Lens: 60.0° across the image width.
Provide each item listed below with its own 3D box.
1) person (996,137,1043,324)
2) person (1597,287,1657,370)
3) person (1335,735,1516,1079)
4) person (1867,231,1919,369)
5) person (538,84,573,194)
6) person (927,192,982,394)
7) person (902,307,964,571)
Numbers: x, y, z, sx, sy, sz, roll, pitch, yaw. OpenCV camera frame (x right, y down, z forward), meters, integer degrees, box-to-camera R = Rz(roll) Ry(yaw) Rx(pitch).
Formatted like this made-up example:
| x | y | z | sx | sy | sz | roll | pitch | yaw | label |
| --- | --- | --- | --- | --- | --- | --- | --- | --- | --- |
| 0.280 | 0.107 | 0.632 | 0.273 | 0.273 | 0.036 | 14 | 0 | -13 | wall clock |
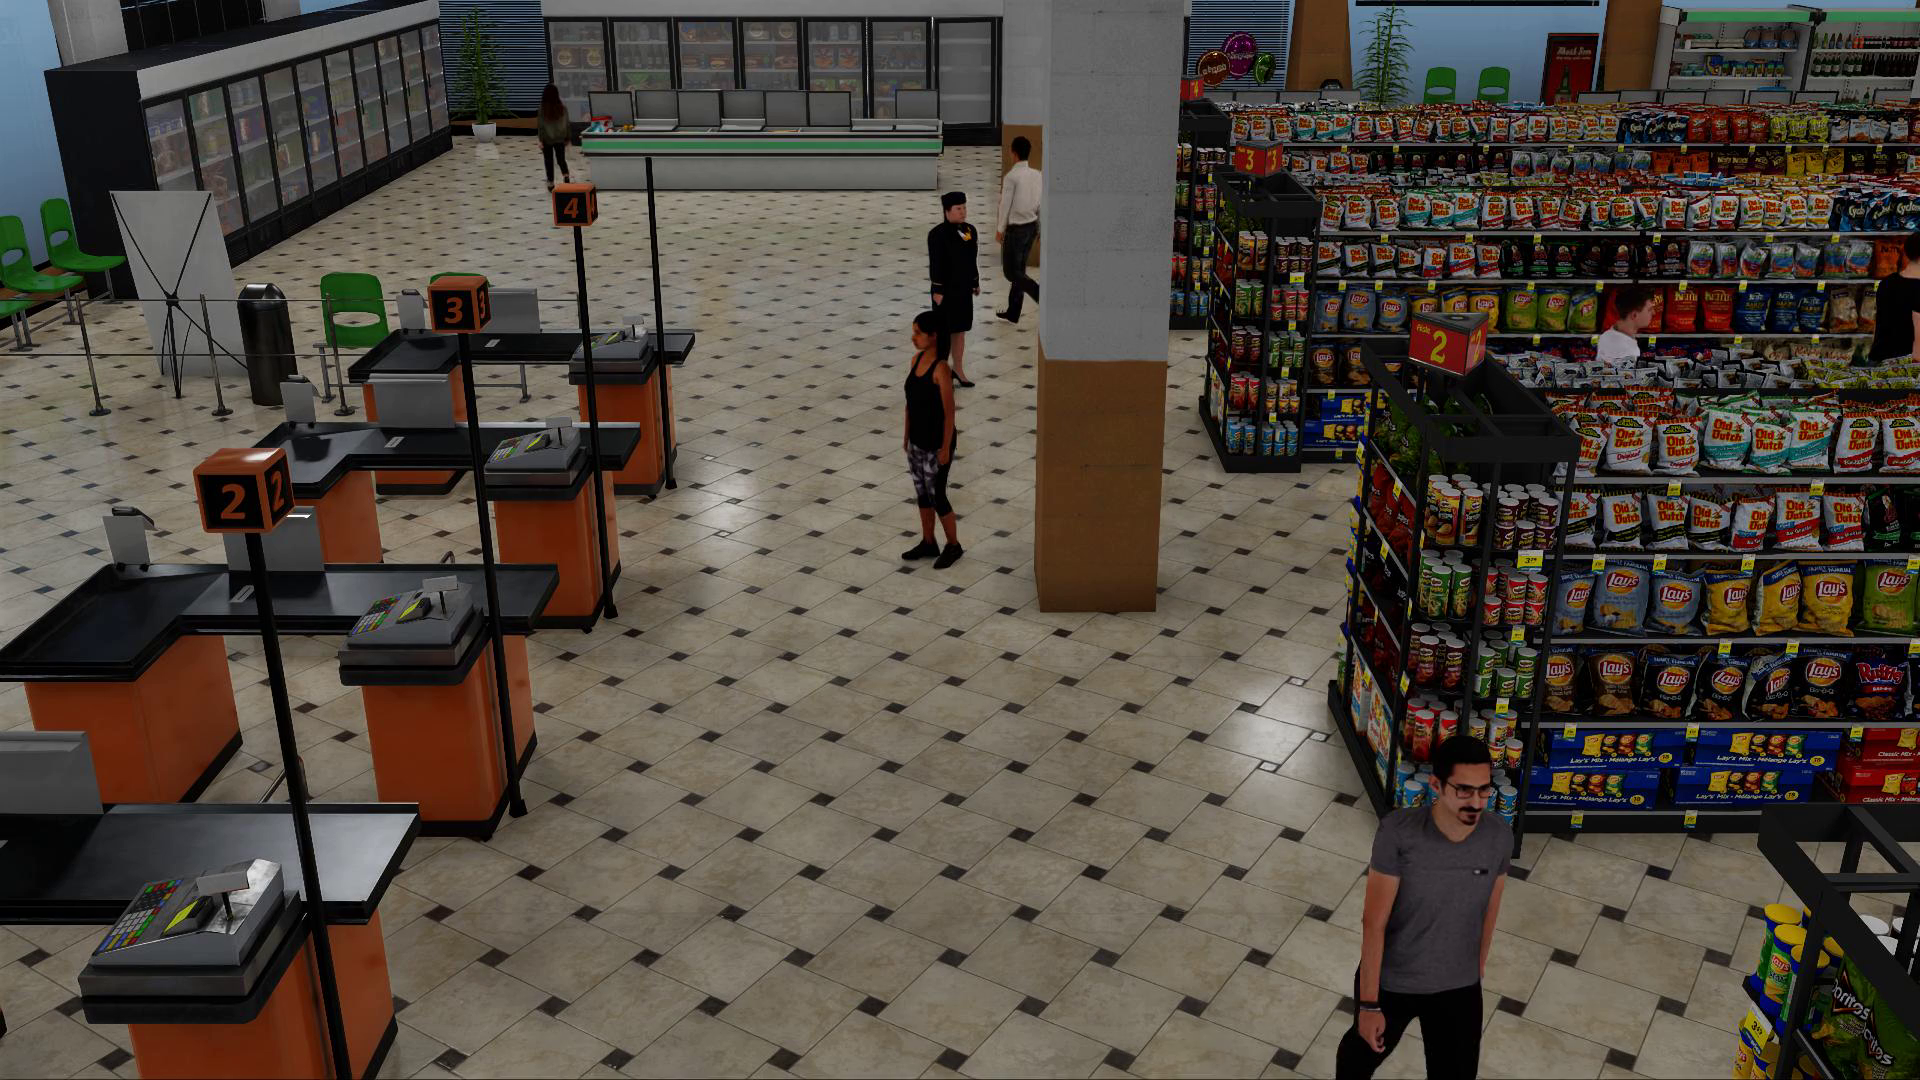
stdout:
| x | y | z | sx | sy | sz | roll | pitch | yaw | label |
| --- | --- | --- | --- | --- | --- | --- | --- | --- | --- |
| 0.646 | -2.898 | 15.858 | 1.106 | 1.785 | 1.034 | 20 | 29 | 40 | person |
| 3.868 | -0.643 | 10.190 | 0.986 | 1.826 | 0.815 | 5 | 22 | 12 | person |
| 1.438 | 1.371 | 5.338 | 1.087 | 1.708 | 0.701 | -1 | 22 | -1 | person |
| 6.358 | -1.181 | 11.461 | 1.054 | 1.878 | 0.751 | -3 | 22 | -8 | person |
| -5.471 | -5.399 | 22.521 | 0.934 | 1.458 | 0.882 | -11 | 24 | -25 | person |
| -0.054 | -2.088 | 13.996 | 0.857 | 1.671 | 0.798 | 20 | 30 | 41 | person |
| -0.150 | -0.650 | 10.409 | 0.730 | 1.676 | 0.700 | -13 | 25 | -29 | person |
